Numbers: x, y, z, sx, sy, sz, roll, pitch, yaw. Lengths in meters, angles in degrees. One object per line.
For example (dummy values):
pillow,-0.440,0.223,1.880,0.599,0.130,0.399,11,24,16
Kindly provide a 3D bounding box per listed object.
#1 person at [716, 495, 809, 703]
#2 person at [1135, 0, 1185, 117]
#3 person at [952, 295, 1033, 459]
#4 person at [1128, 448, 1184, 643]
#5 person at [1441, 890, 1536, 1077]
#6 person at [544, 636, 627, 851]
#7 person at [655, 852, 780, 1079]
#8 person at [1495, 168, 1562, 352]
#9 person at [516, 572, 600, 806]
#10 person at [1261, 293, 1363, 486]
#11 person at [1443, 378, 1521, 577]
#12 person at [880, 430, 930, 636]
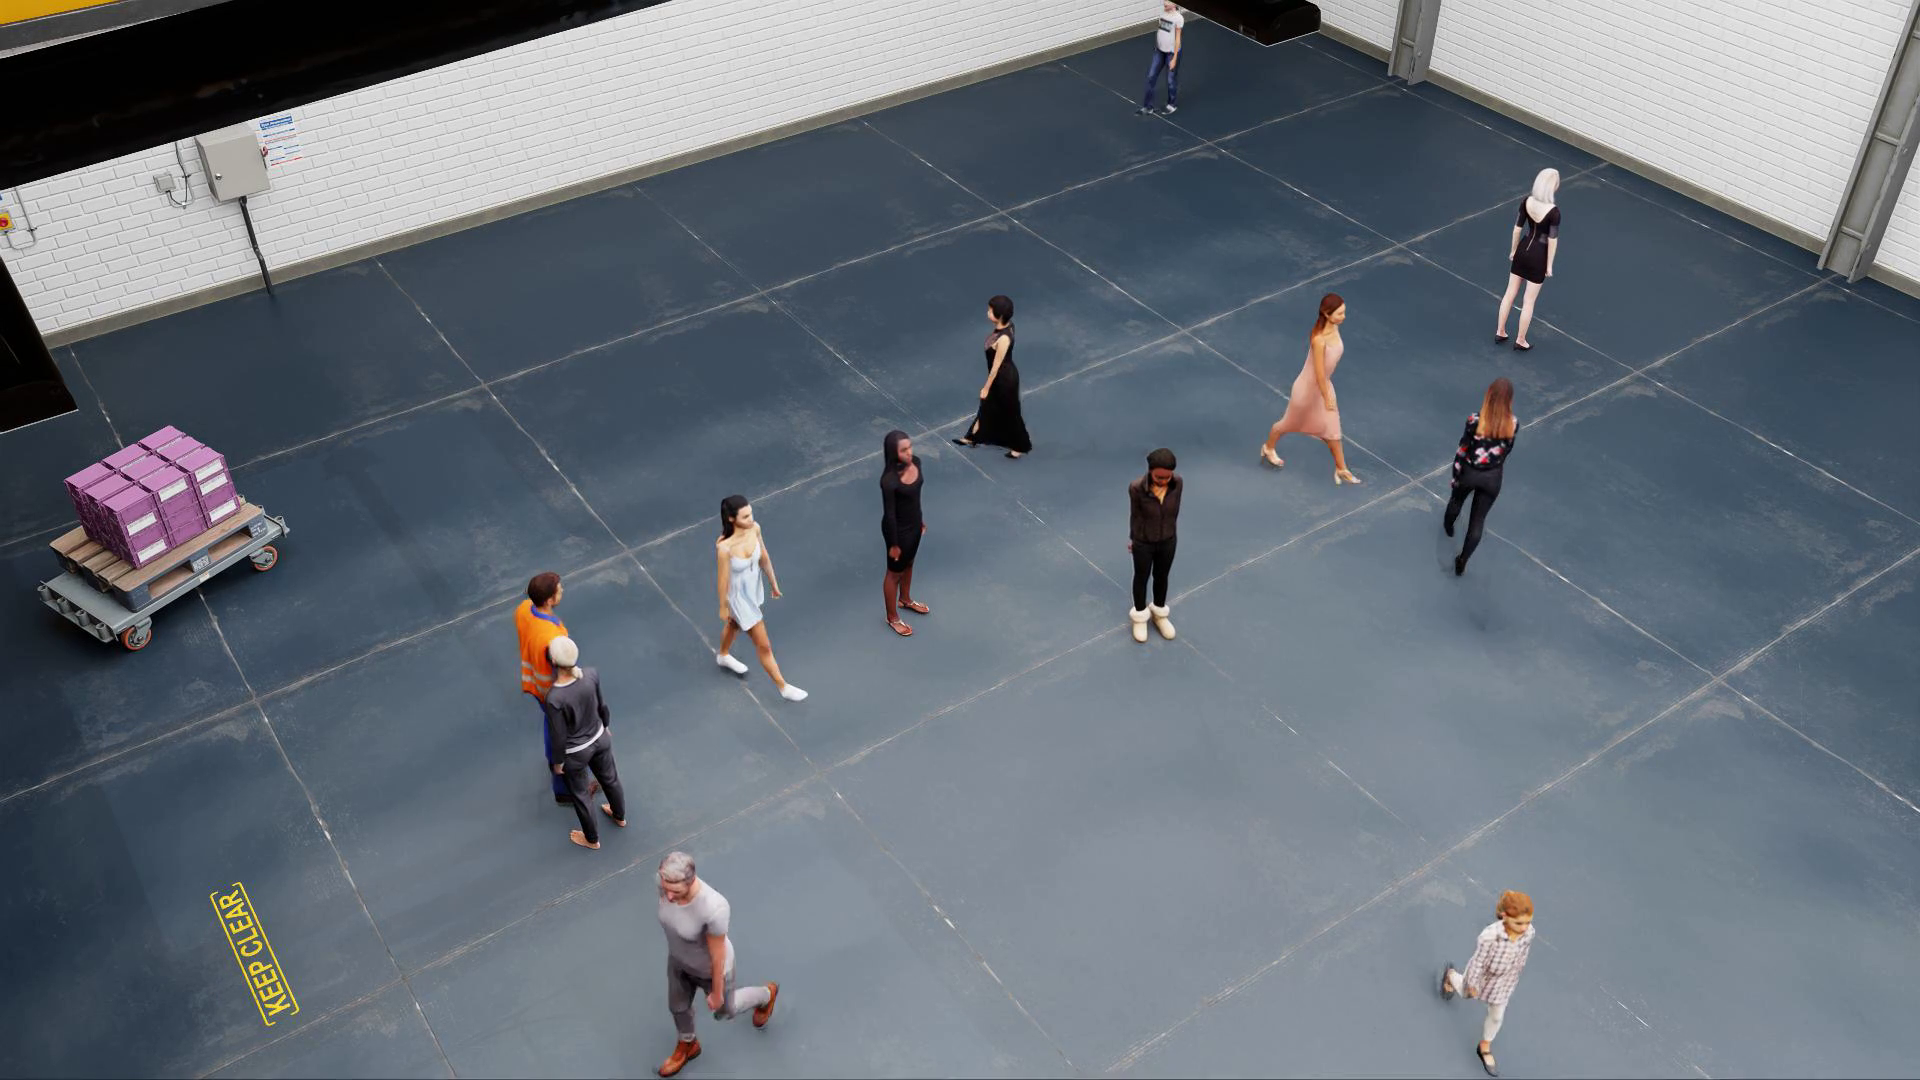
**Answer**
person,-1.616,0.360,11.827,1.193,1.688,0.938,20,43,23
person,2.504,-5.782,19.634,0.816,1.543,0.709,31,48,33
person,0.451,-1.330,14.034,0.935,1.574,0.954,-2,39,-2
person,1.433,-0.015,12.320,0.716,1.659,0.658,-22,44,-25
person,3.027,2.428,9.551,0.797,1.295,0.976,-4,39,-5
person,-2.422,1.284,10.639,0.619,1.726,0.671,26,45,29
person,-1.383,2.300,9.307,1.068,1.800,0.955,29,47,31
person,5.290,-2.600,15.420,0.668,1.830,0.456,-28,46,-30
person,-2.700,0.982,10.922,0.785,1.845,0.594,-26,45,-29
person,2.834,-1.256,13.781,1.206,1.775,0.790,26,45,28
person,4.026,-0.440,12.860,0.958,1.650,0.991,8,39,9
person,-0.424,-0.080,12.352,0.668,1.720,0.684,19,42,22
